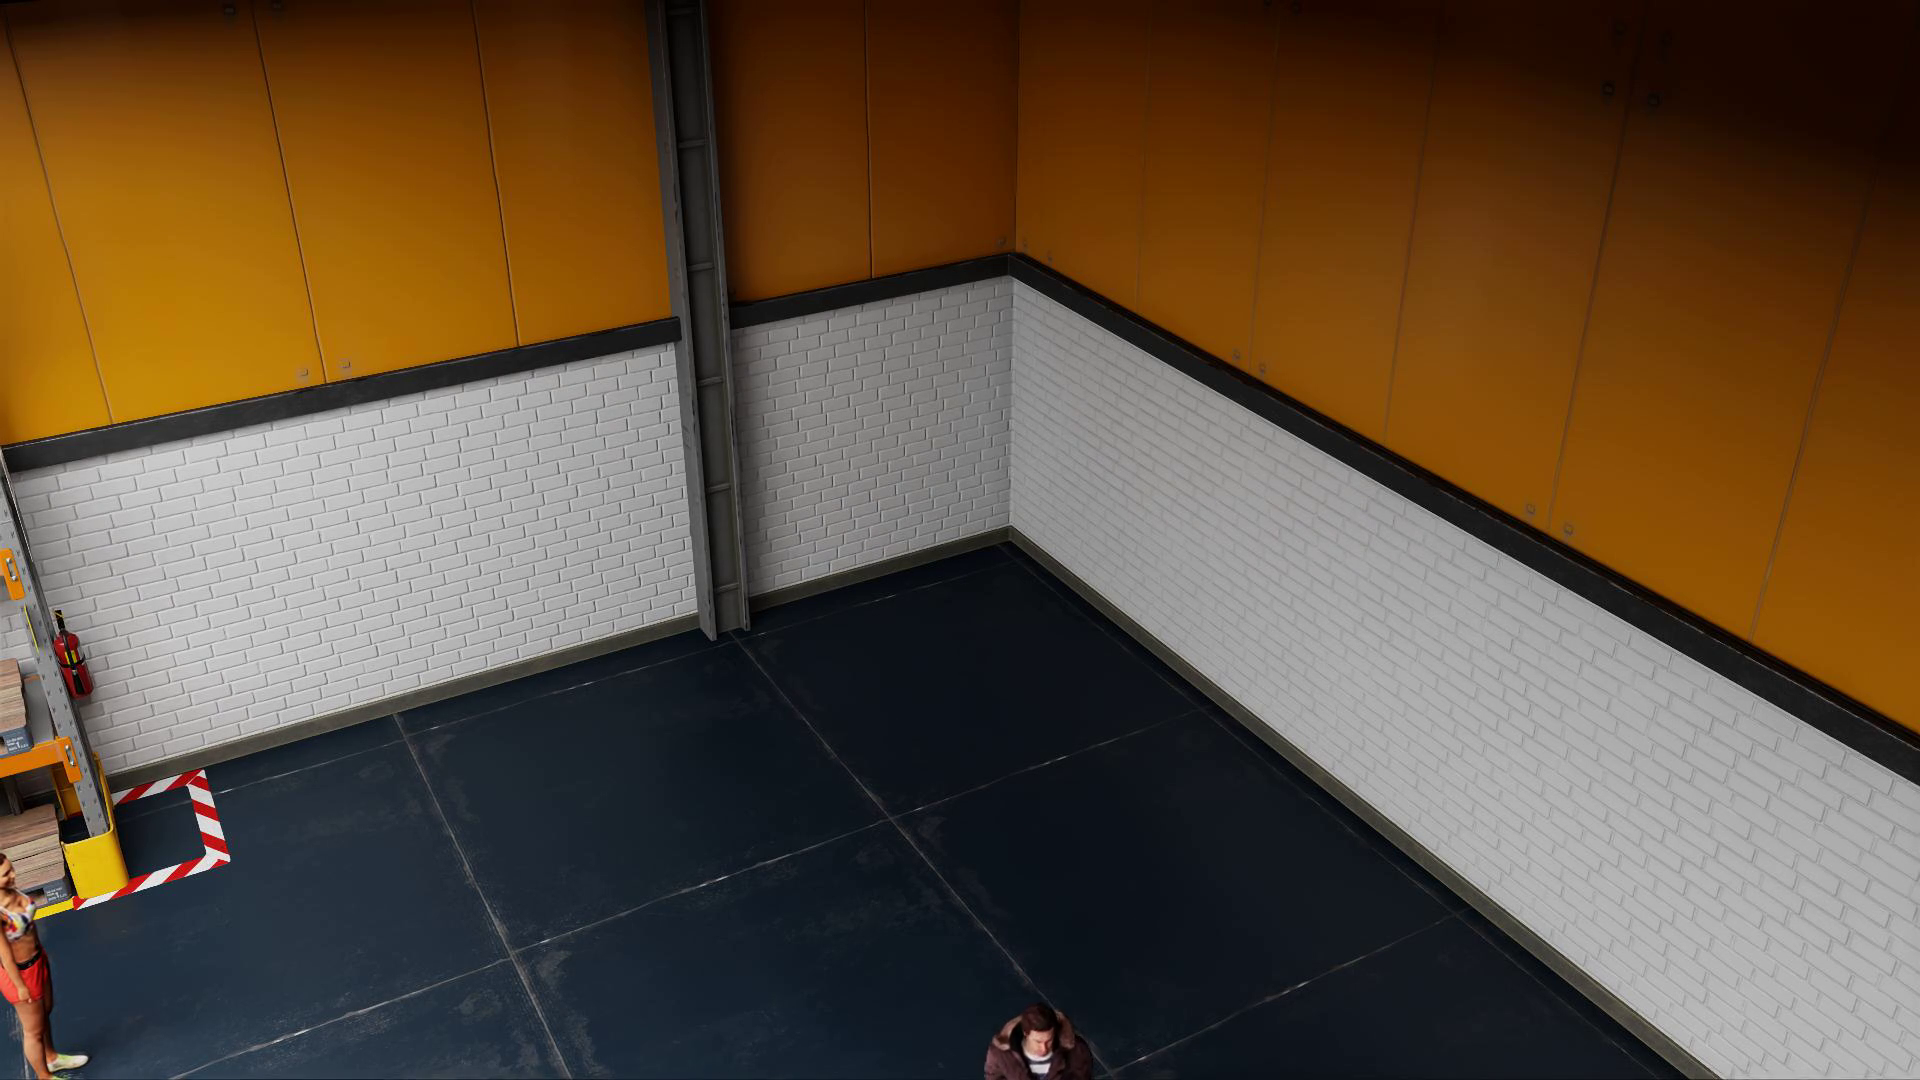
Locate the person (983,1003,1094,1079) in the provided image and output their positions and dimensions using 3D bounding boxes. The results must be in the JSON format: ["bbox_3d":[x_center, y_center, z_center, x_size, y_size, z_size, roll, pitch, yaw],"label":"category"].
[{"bbox_3d":[0.401,3.157,9.189,1.110,1.817,1.075,-2,29,-3],"label":"person"}]

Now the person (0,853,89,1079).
[{"bbox_3d":[-5.728,2.634,10.177,0.627,1.789,0.646,-6,29,-11],"label":"person"}]
